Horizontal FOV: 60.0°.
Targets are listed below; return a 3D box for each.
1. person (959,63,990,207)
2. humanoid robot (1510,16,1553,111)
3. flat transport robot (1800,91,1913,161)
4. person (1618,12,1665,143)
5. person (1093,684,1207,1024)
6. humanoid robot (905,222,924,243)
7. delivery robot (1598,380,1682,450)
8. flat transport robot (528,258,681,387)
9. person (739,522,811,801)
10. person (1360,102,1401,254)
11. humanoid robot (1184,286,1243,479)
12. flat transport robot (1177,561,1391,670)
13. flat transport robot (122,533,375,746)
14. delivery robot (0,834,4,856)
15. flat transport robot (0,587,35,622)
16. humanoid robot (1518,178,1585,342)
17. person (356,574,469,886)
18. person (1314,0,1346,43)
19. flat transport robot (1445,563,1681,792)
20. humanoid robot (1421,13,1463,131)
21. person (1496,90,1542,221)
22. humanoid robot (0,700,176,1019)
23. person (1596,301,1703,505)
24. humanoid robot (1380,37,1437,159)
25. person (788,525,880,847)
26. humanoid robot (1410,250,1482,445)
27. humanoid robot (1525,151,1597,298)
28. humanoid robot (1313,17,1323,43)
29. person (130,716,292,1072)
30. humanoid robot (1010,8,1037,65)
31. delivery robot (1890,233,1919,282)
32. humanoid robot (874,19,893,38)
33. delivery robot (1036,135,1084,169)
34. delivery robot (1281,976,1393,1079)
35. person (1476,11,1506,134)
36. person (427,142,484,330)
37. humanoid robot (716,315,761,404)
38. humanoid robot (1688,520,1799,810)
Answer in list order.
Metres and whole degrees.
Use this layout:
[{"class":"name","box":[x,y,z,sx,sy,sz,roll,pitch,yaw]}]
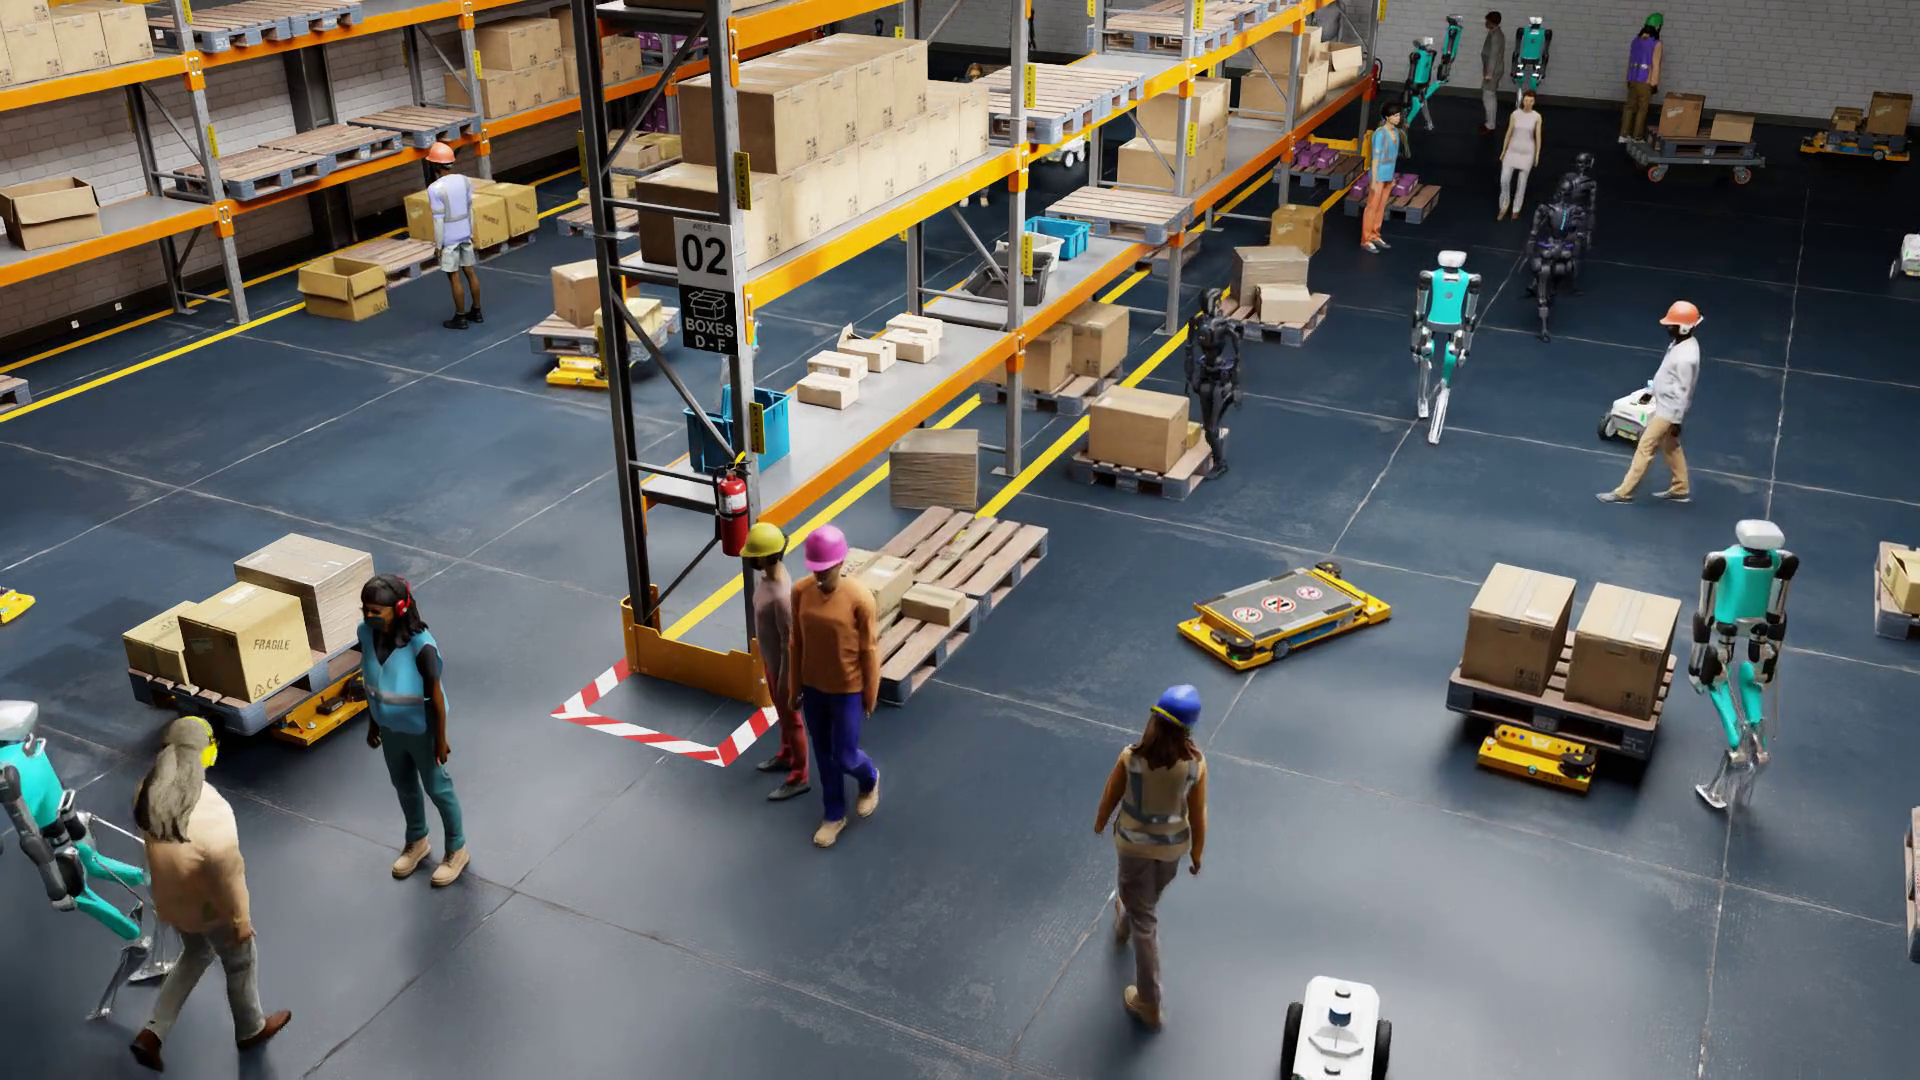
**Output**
[{"class":"person","box":[0.199,-5.257,21.621,0.505,1.846,0.345,-1,26,-1]},{"class":"humanoid robot","box":[8.809,-7.244,25.758,0.541,1.771,0.850,9,28,18]},{"class":"flat transport robot","box":[13.190,-5.795,24.484,1.431,0.231,0.659,13,29,25]},{"class":"person","box":[10.152,-6.842,24.727,0.422,1.928,0.543,-12,29,-23]},{"class":"person","box":[0.924,1.455,8.205,0.491,1.709,0.915,-5,27,-10]},{"class":"humanoid robot","box":[-0.523,-3.987,19.245,0.532,1.788,1.021,4,27,7]},{"class":"delivery robot","box":[6.085,-1.122,14.706,0.759,0.579,0.499,-18,32,-33]},{"class":"flat transport robot","box":[-3.520,-1.863,16.541,0.659,0.231,1.431,5,27,10]},{"class":"person","box":[-1.080,0.695,9.688,0.328,1.765,0.531,-7,27,-15]},{"class":"person","box":[5.043,-4.324,19.825,0.326,1.766,0.487,21,33,36]},{"class":"humanoid robot","box":[2.129,-1.325,13.881,0.608,1.648,0.310,24,35,39]},{"class":"flat transport robot","box":[2.293,0.523,11.721,1.431,0.231,0.659,-16,30,-29]},{"class":"flat transport robot","box":[-4.555,0.952,10.855,1.431,0.231,0.659,12,29,23]},{"class":"delivery robot","box":[-5.789,1.589,9.214,0.739,0.566,0.499,12,29,23]},{"class":"flat transport robot","box":[-7.194,0.652,11.461,0.659,0.231,1.431,7,27,15]},{"class":"humanoid robot","box":[6.074,-2.926,17.148,0.604,1.625,0.765,-1,26,-2]},{"class":"person","box":[-2.958,1.008,8.959,0.506,1.861,0.387,11,28,21]},{"class":"person","box":[6.073,-8.313,27.720,0.640,1.913,0.411,0,26,0]},{"class":"flat transport robot","box":[3.791,1.091,10.574,0.659,0.231,1.431,14,29,26]},{"class":"humanoid robot","box":[7.347,-7.221,25.719,0.679,1.797,0.542,11,28,21]},{"class":"person","box":[7.057,-4.834,20.986,0.481,1.635,0.602,11,28,21]},{"class":"humanoid robot","box":[-4.129,1.528,8.052,0.789,1.772,0.532,-7,27,-14]},{"class":"person","box":[5.667,-1.092,13.356,0.726,1.722,0.598,10,28,19]},{"class":"humanoid robot","box":[6.380,-6.339,23.969,0.538,1.809,0.760,-22,34,-37]},{"class":"person","box":[-0.707,0.800,9.246,0.518,1.967,0.467,11,28,22]},{"class":"humanoid robot","box":[4.264,-1.787,14.787,0.530,1.770,1.006,6,27,12]},{"class":"humanoid robot","box":[6.630,-3.426,18.154,0.706,1.643,0.611,-11,28,-21]},{"class":"humanoid robot","box":[5.506,-7.337,26.022,0.371,1.642,0.609,-14,29,-26]},{"class":"person","box":[-3.535,1.678,7.606,0.600,1.852,0.666,12,29,23]},{"class":"humanoid robot","box":[1.070,-8.570,28.554,0.795,1.626,0.590,21,33,36]},{"class":"delivery robot","box":[10.948,-3.227,18.992,0.499,0.612,0.794,12,29,23]},{"class":"humanoid robot","box":[-1.261,-7.322,26.035,0.606,1.623,0.780,-4,27,-9]},{"class":"delivery robot","box":[1.479,-5.663,23.870,0.499,0.572,0.747,17,31,30]},{"class":"delivery robot","box":[1.730,2.373,7.675,0.499,0.606,0.809,8,27,15]},{"class":"person","box":[8.149,-7.173,25.545,0.399,1.814,0.525,4,27,9]},{"class":"person","box":[-5.269,-3.152,17.266,0.355,1.937,0.549,14,29,25]},{"class":"humanoid robot","box":[-2.080,-2.035,15.307,0.538,1.873,0.688,12,29,22]},{"class":"humanoid robot","box":[4.488,0.833,9.502,0.537,1.833,0.727,-2,26,-3]}]
